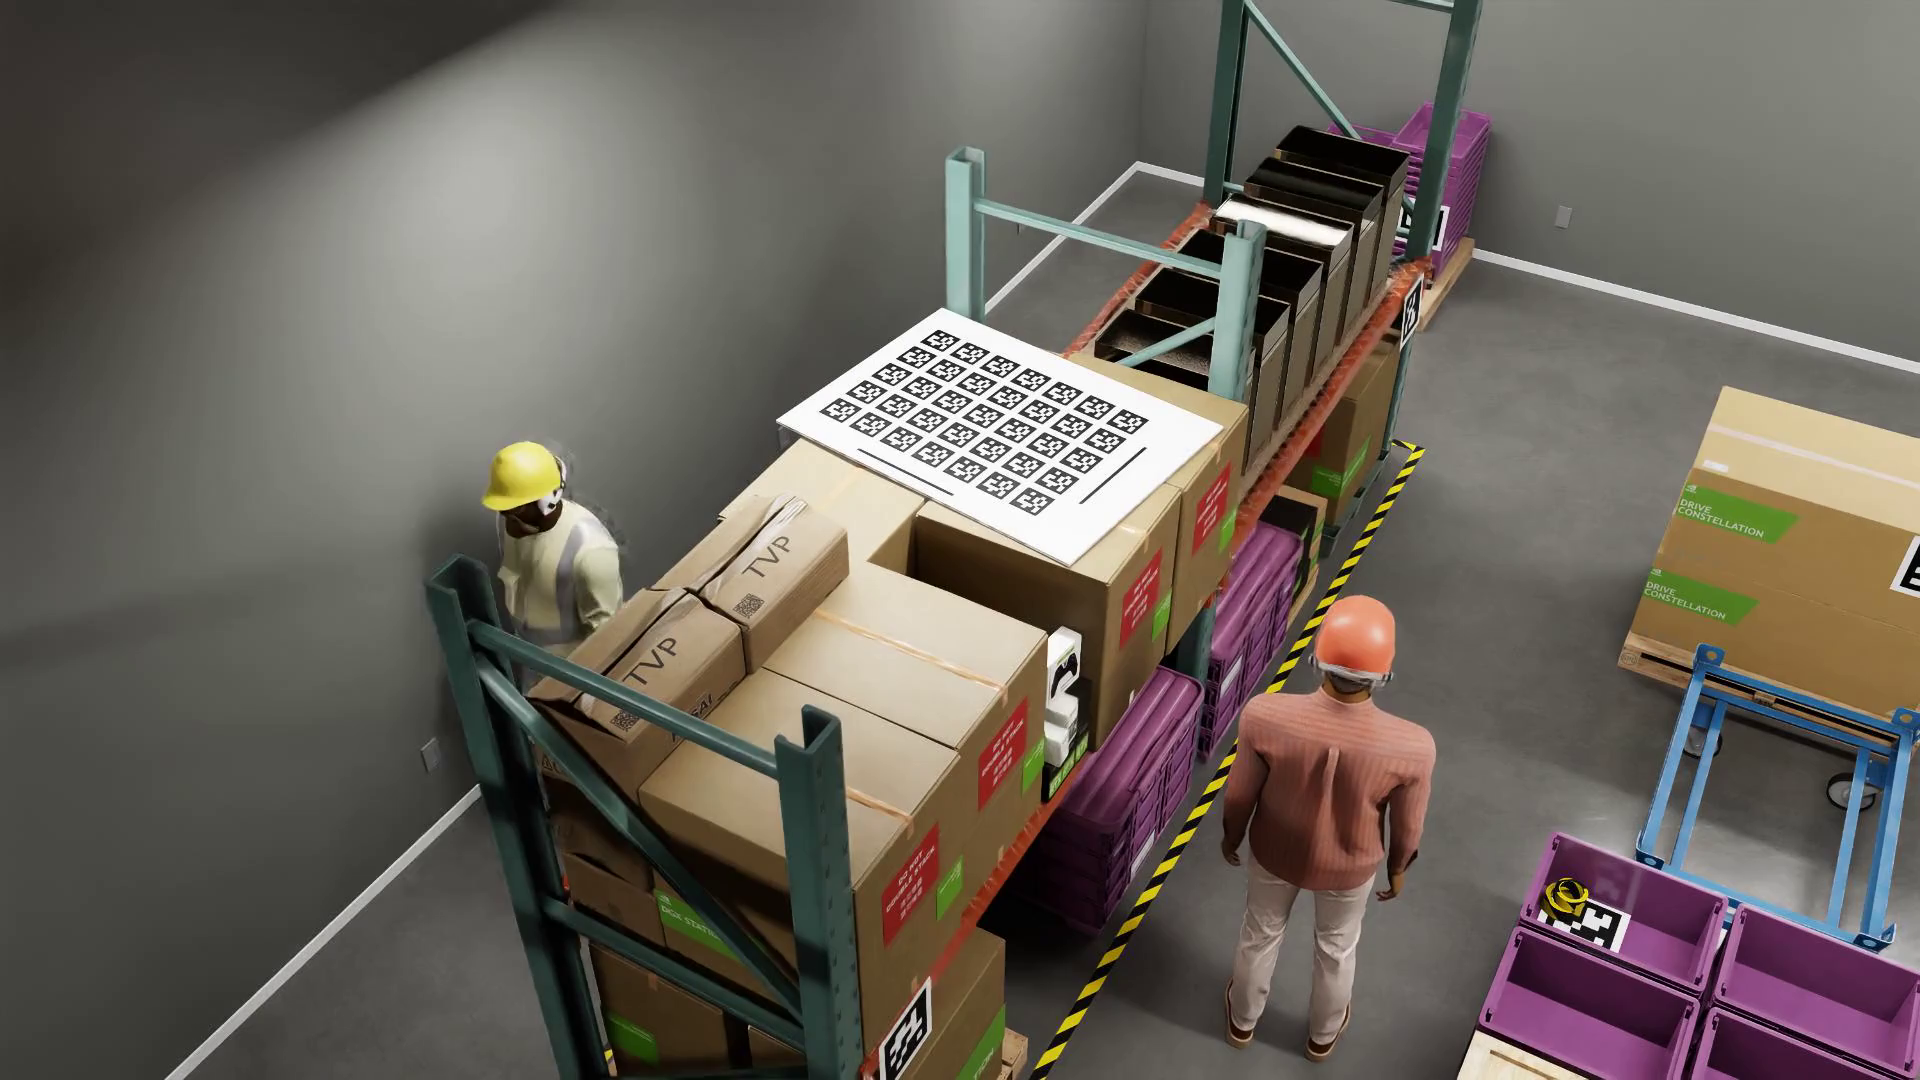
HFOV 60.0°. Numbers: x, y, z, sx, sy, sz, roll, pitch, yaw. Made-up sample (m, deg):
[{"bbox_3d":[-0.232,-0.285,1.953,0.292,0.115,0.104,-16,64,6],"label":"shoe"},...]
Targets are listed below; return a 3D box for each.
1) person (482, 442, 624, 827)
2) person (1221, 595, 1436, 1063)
[{"bbox_3d":[-1.442,0.325,6.334,0.582,1.784,0.961,22,45,24],"label":"person"},{"bbox_3d":[1.156,0.973,5.394,0.622,1.990,0.399,10,41,12],"label":"person"}]
